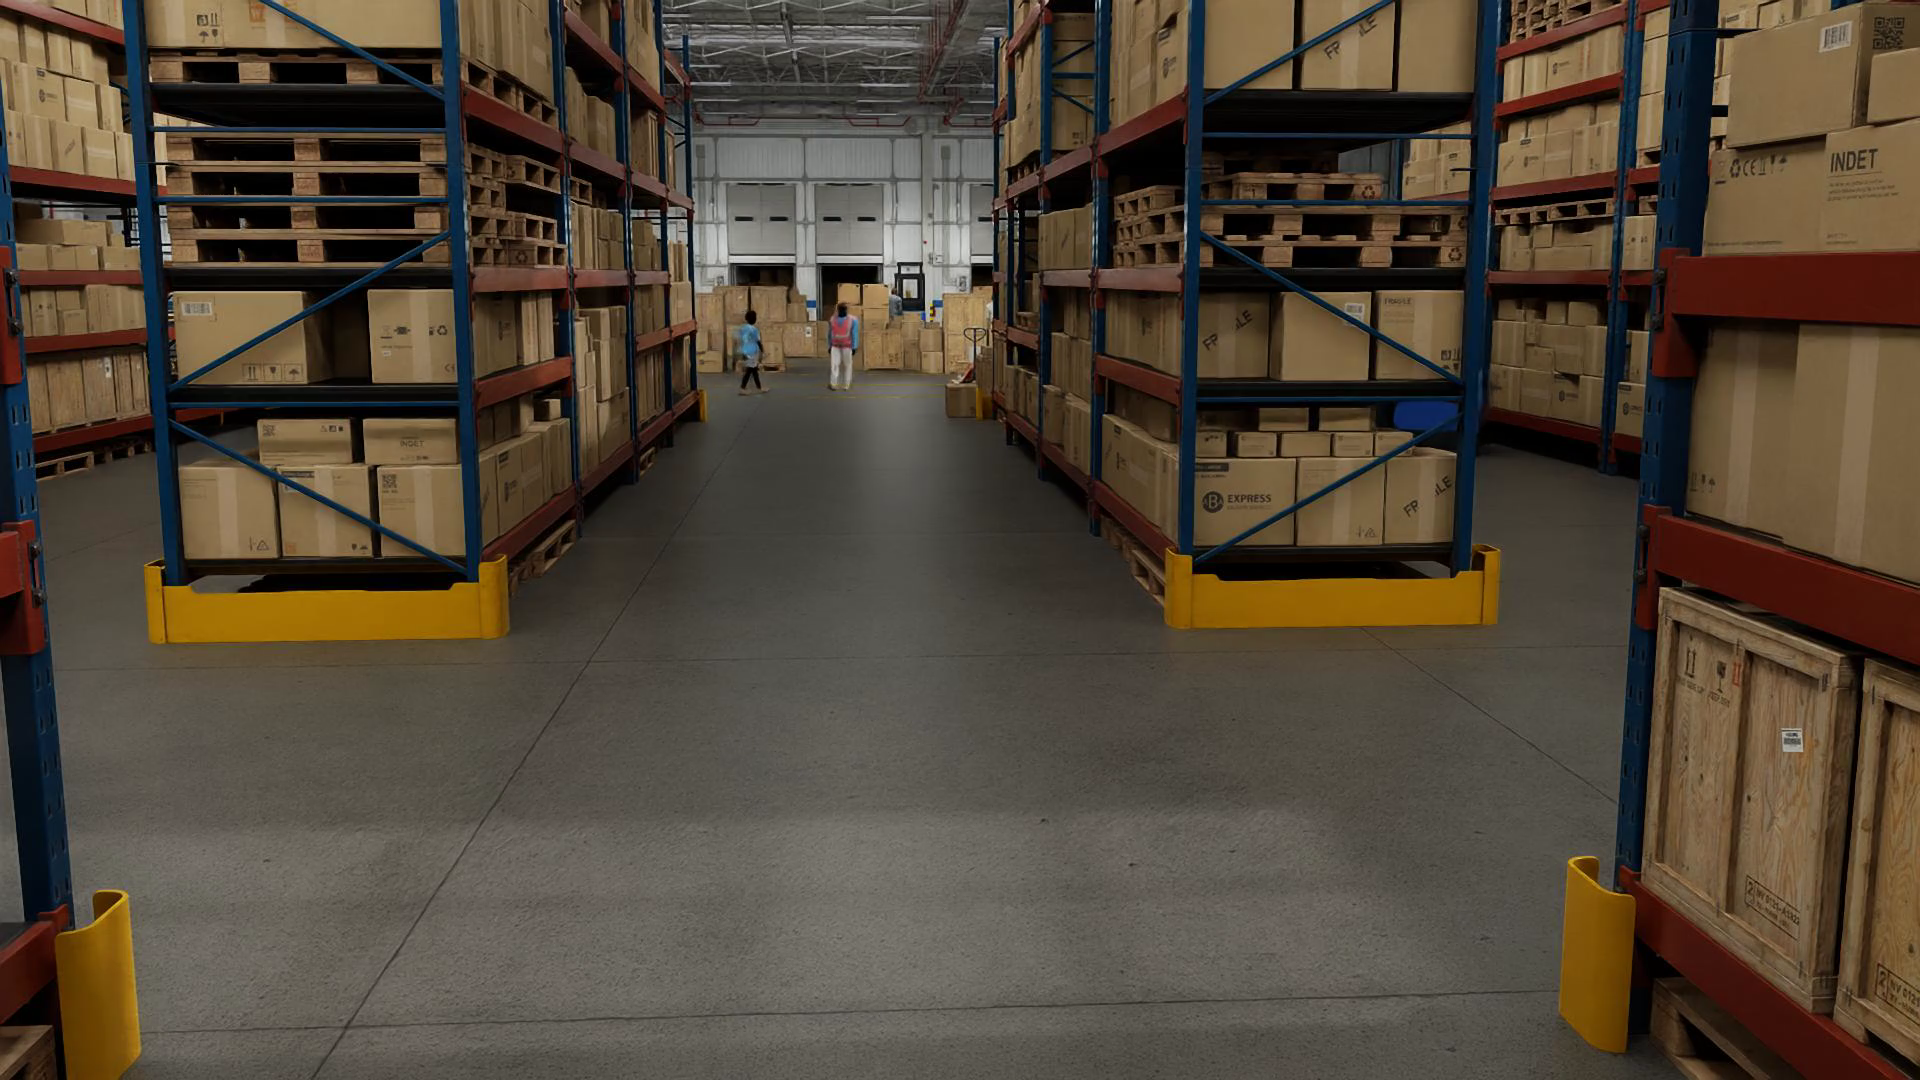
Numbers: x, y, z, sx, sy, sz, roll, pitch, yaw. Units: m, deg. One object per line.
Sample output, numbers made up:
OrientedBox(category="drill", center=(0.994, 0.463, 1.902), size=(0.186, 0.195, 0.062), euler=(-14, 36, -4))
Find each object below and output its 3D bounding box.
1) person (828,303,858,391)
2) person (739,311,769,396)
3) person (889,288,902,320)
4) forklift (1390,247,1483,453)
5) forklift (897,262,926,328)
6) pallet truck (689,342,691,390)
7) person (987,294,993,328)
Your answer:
OrientedBox(category="person", center=(-2.411, -3.906, 33.773), size=(0.640, 1.790, 0.956), euler=(2, 9, 11))
OrientedBox(category="person", center=(-4.080, -3.670, 32.676), size=(0.750, 1.664, 0.534), euler=(-6, 11, -31))
OrientedBox(category="person", center=(-2.302, -7.826, 57.972), size=(0.636, 1.928, 0.380), euler=(4, 10, 23))
OrientedBox(category="forklift", center=(6.051, -2.629, 22.337), size=(1.873, 2.768, 1.129), euler=(3, 10, 21))
OrientedBox(category="forklift", center=(-1.780, -8.547, 59.499), size=(1.129, 2.768, 1.873), euler=(-1, 9, -4))
OrientedBox(category="pallet truck", center=(-5.225, -3.008, 27.480), size=(1.885, 1.965, 0.823), euler=(2, 9, 14))
OrientedBox(category="person", center=(0.945, -5.541, 43.619), size=(0.624, 1.930, 0.379), euler=(0, 9, -1))
